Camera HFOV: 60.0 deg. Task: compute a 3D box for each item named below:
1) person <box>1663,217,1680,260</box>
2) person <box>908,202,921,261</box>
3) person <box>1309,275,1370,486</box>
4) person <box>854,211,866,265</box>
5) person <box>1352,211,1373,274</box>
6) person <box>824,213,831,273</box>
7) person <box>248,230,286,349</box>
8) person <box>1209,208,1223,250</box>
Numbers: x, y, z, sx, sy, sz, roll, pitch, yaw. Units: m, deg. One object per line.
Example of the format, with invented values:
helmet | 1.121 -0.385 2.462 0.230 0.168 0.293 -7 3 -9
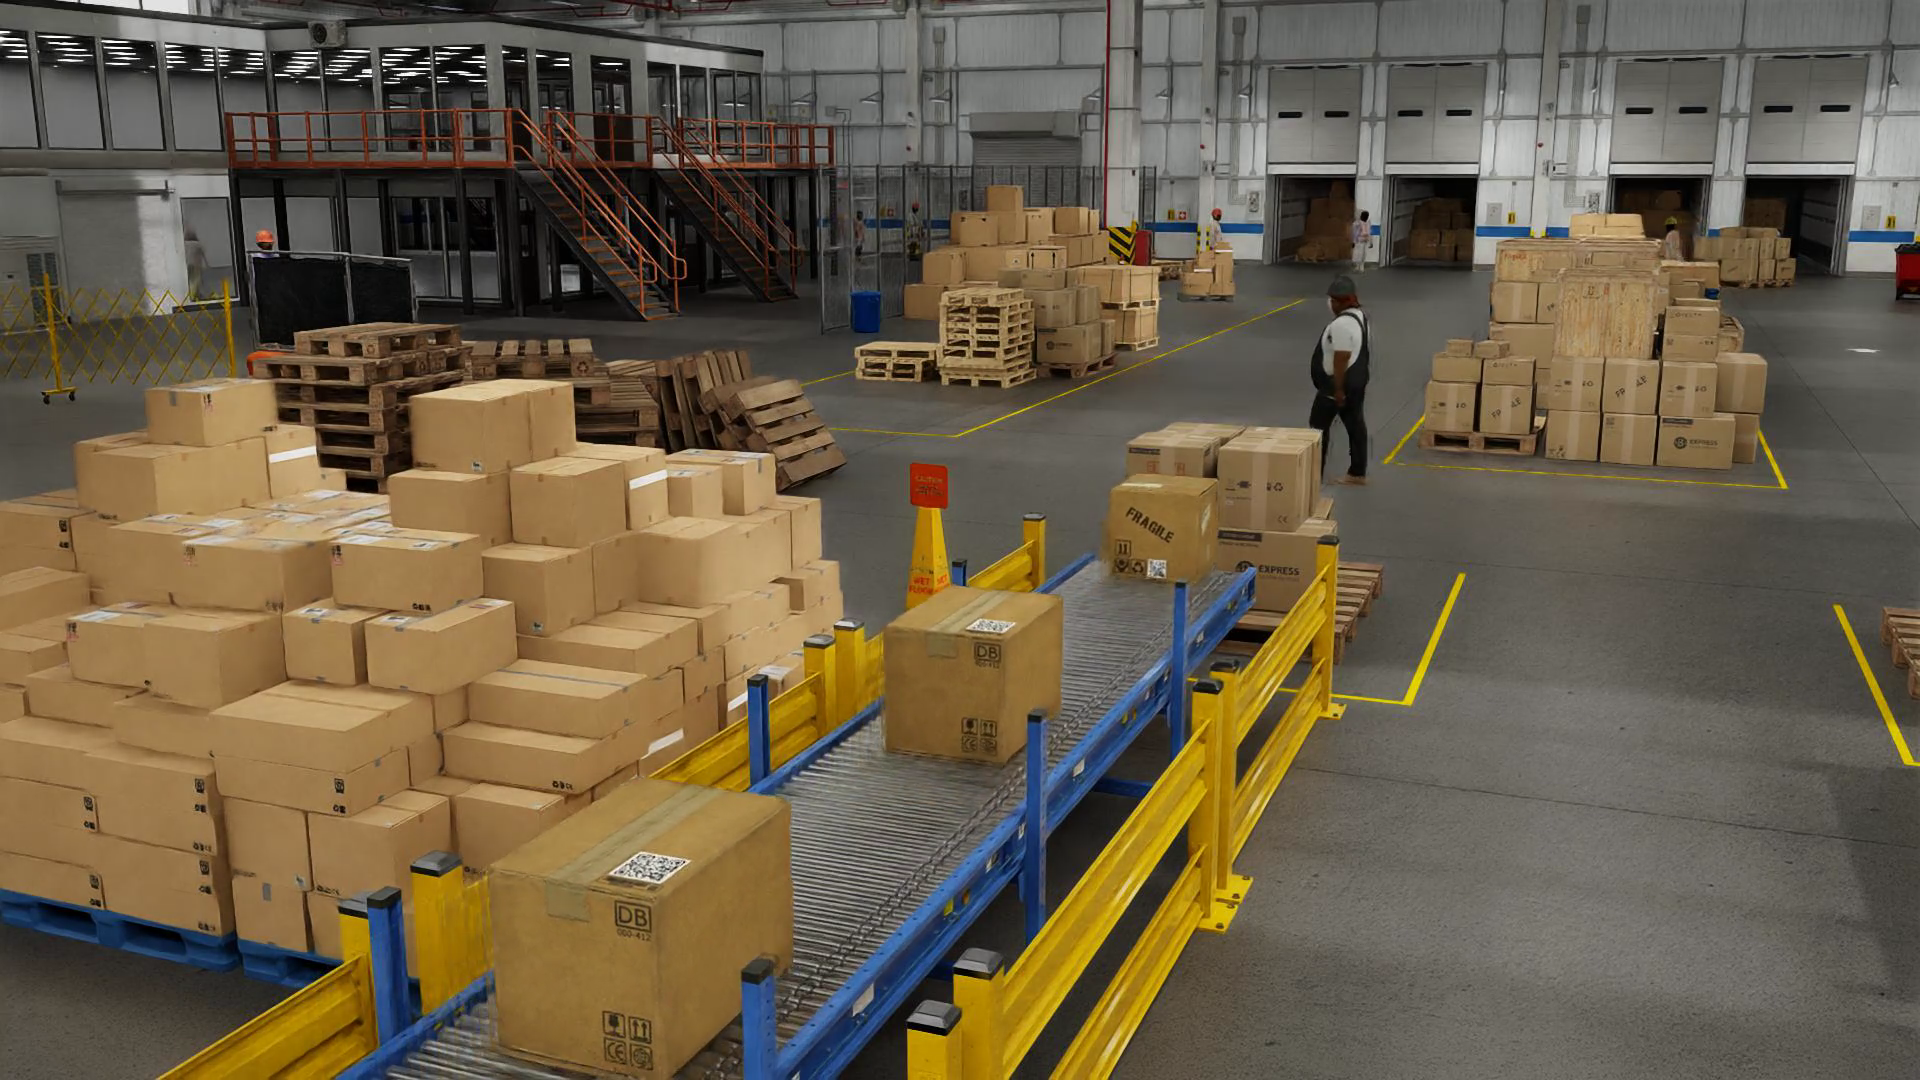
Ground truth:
person | 17.105 -6.836 40.132 1.006 1.872 0.594 12 17 43
person | -1.510 -10.227 55.182 0.349 1.942 0.545 5 13 21
person | 3.587 -1.533 15.962 0.809 2.000 0.682 8 15 33
person | -3.218 -9.683 53.293 0.318 1.699 0.535 5 13 21
person | 11.734 -8.631 48.305 0.643 1.821 0.574 -5 14 -23
person | -3.842 -8.723 48.895 0.539 1.744 0.523 -2 13 -9
person | -11.208 -3.993 26.992 0.372 2.044 0.608 5 13 21
person | 6.771 -7.786 44.113 0.377 1.995 0.612 5 13 21
